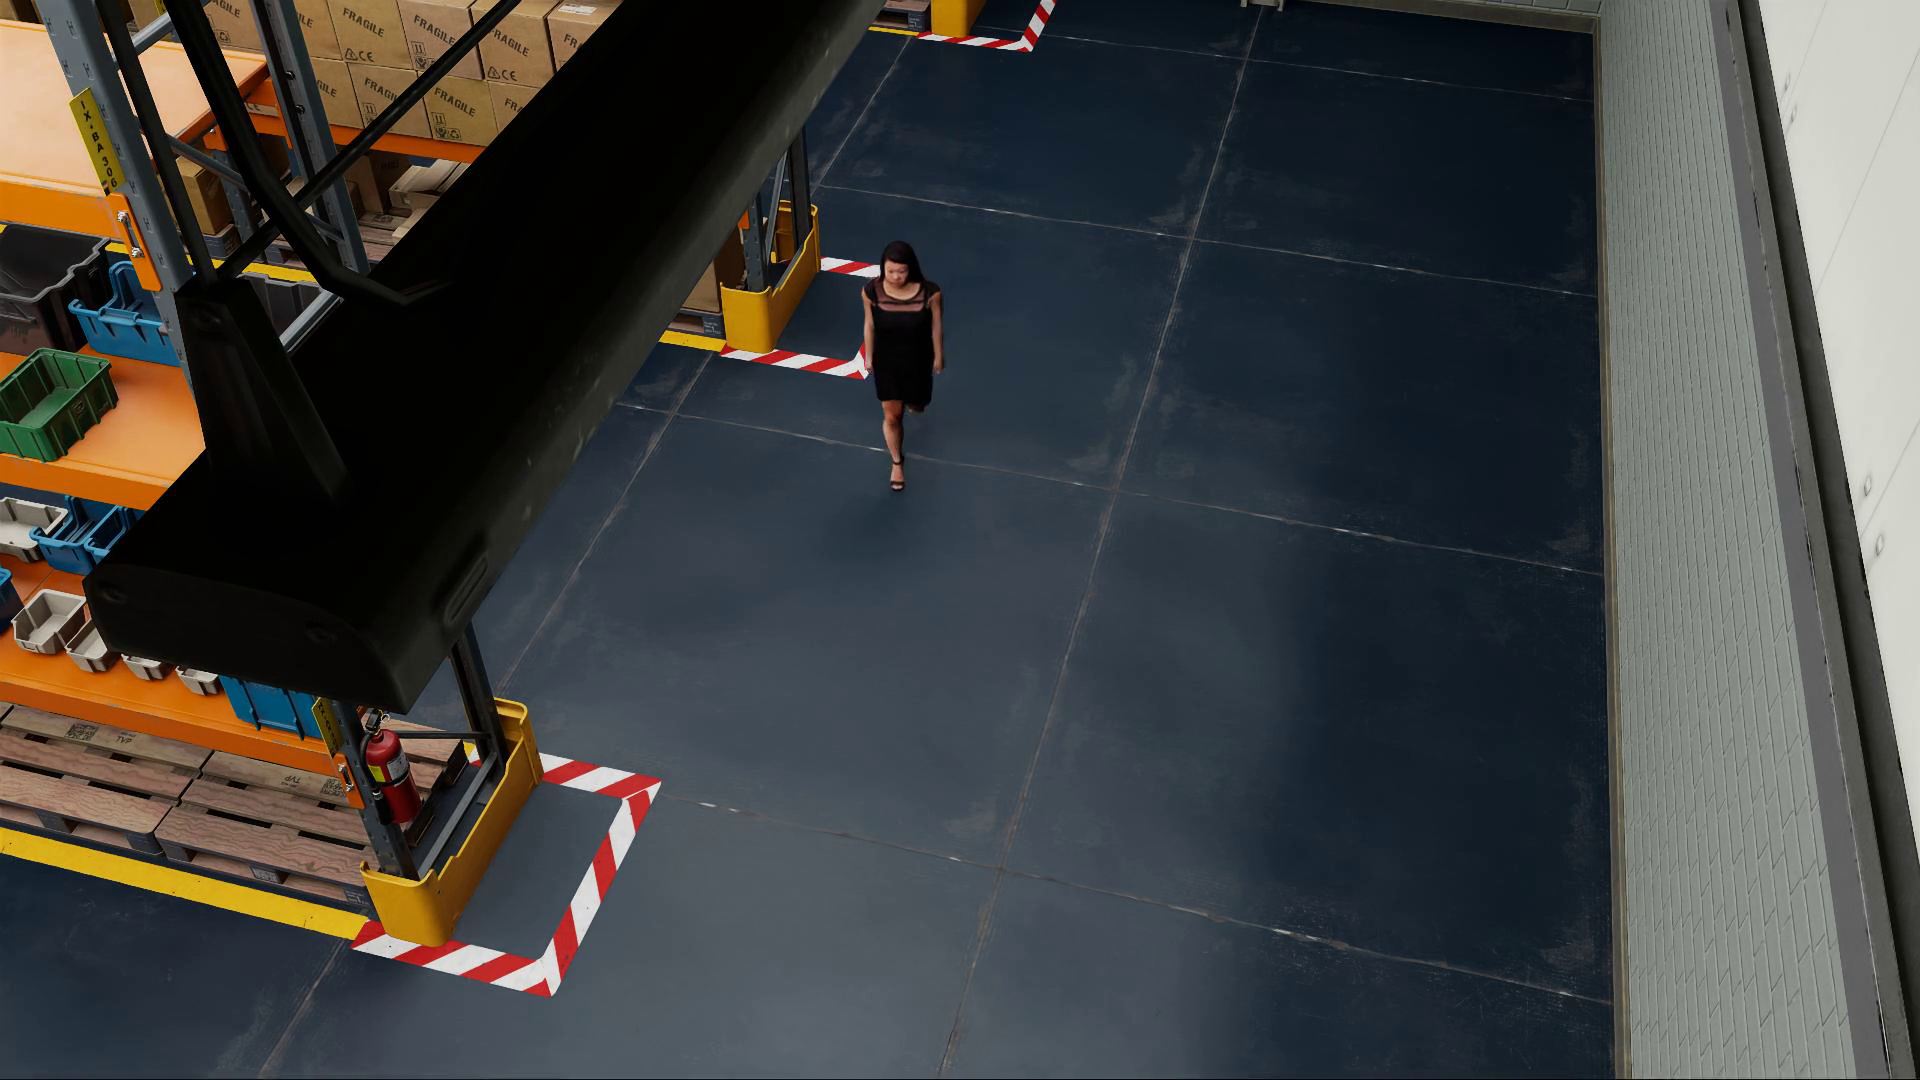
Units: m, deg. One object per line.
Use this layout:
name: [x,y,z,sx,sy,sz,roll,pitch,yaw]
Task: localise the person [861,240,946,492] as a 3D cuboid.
person: [-0.339,-1.118,10.134,0.959,1.697,0.839,2,43,2]
